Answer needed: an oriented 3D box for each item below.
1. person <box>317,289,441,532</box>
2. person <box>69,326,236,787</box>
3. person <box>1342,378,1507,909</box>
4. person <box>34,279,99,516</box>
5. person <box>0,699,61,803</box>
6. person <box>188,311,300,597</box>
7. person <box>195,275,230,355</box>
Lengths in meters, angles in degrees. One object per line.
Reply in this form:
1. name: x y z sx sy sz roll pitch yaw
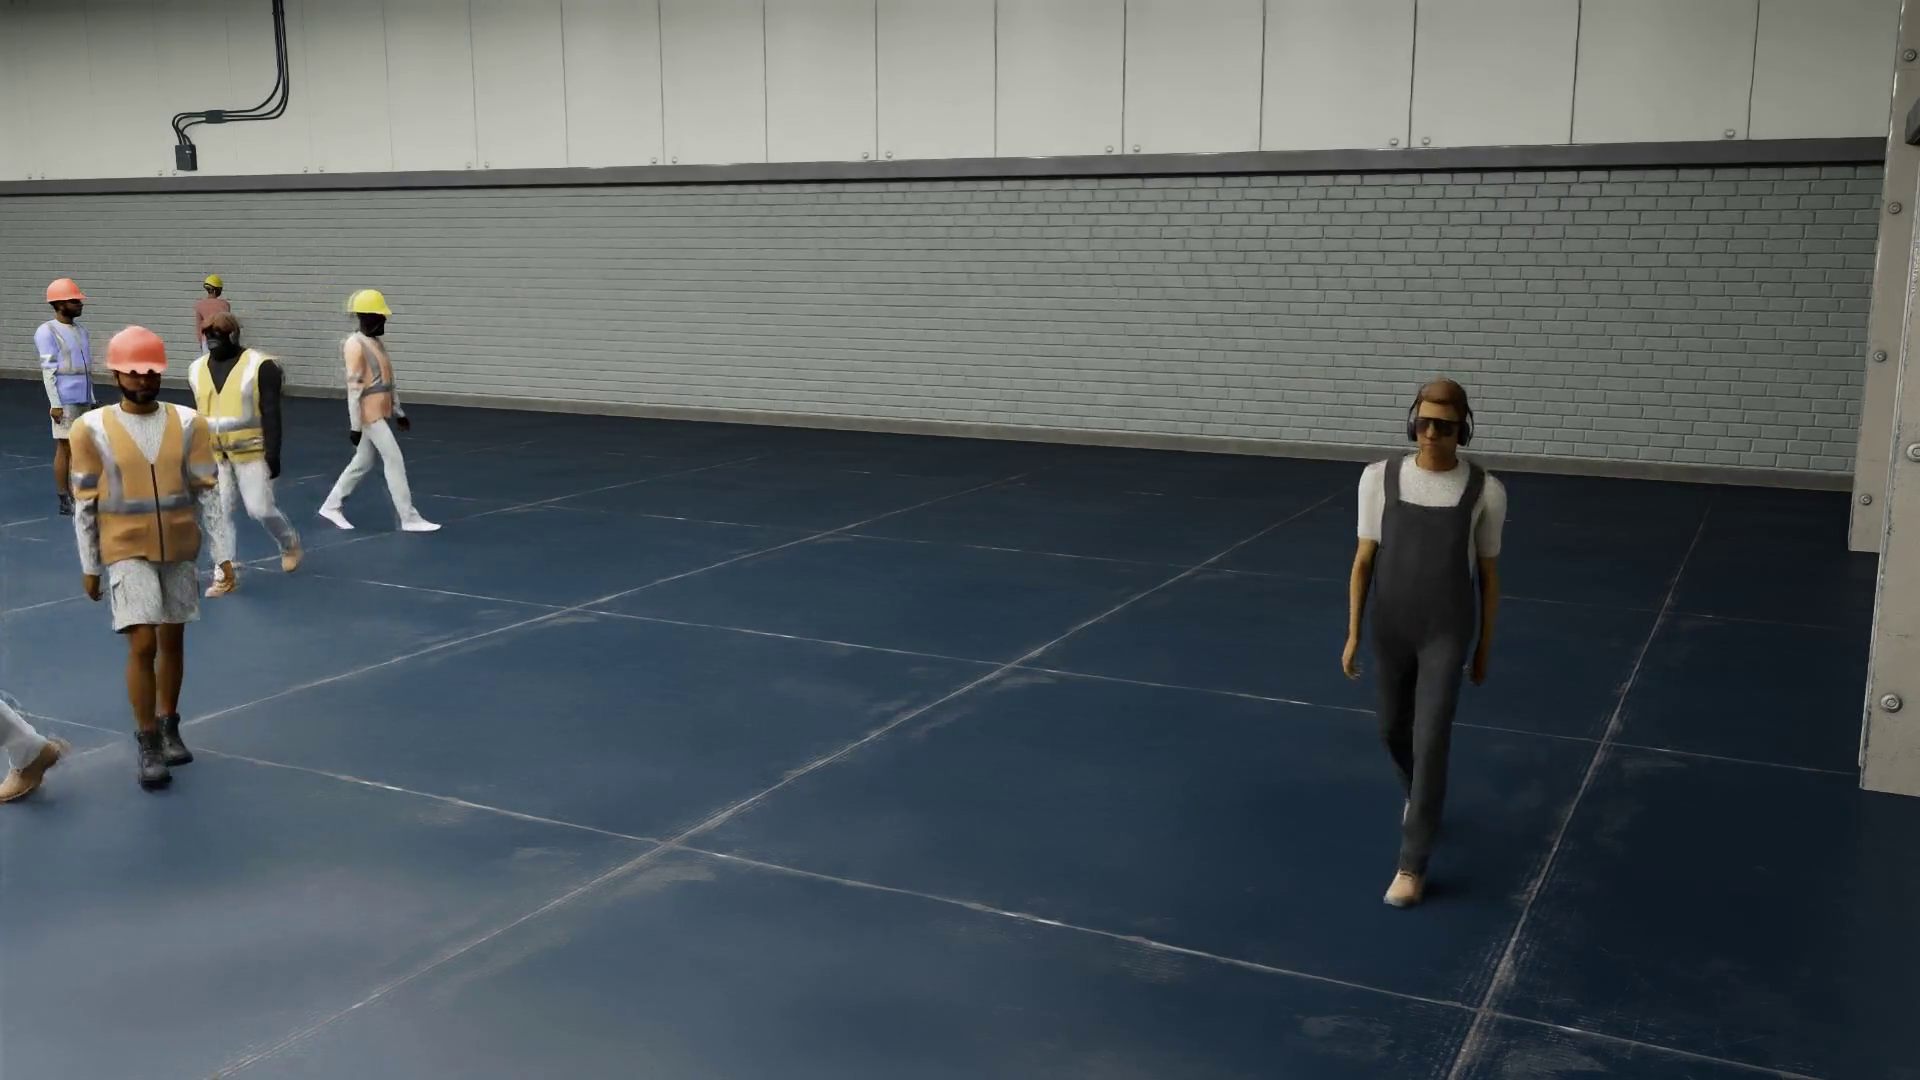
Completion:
1. person: -4.575 -0.991 12.863 0.950 1.891 0.586 -1 10 -5
2. person: -3.365 0.066 7.013 0.561 1.910 0.745 -9 14 -40
3. person: 1.665 0.317 5.951 0.514 1.822 0.871 5 12 26
4. person: -7.315 -1.175 13.720 0.349 1.942 0.545 1 10 6
5. person: -3.992 0.235 6.446 0.633 1.830 0.831 6 12 29
6. person: -4.653 -0.573 10.781 0.634 1.818 0.722 1 10 5
7. person: -9.936 -2.650 22.247 0.533 1.767 0.327 2 11 12
